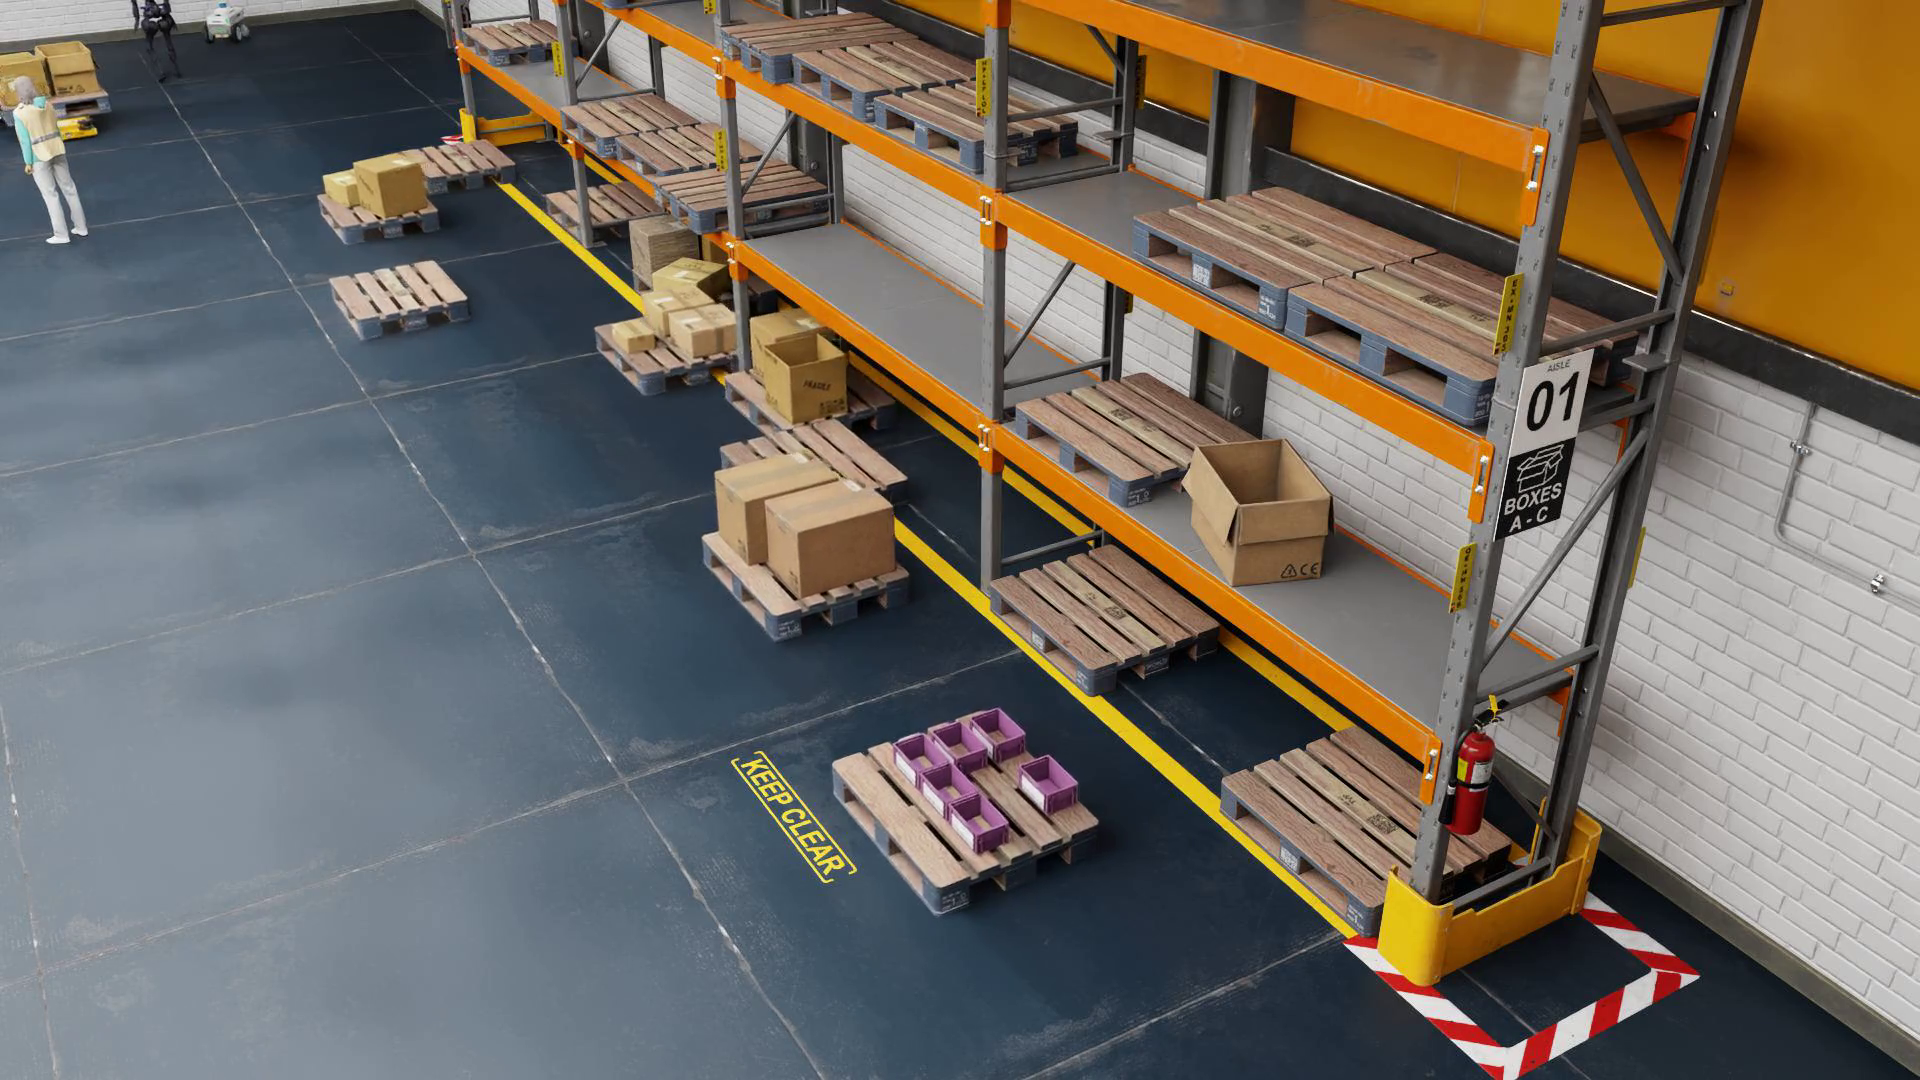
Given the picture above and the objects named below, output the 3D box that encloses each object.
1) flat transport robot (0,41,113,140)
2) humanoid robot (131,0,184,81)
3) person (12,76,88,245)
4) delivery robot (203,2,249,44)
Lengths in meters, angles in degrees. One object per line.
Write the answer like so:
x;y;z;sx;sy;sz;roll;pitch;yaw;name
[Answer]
-11.404;-5.308;21.002;0.659;0.231;1.431;-20;35;-31;flat transport robot
-11.081;-7.175;22.873;0.375;1.649;0.613;16;33;26;humanoid robot
-9.330;-3.876;17.010;0.372;1.710;0.465;12;32;21;person
-11.110;-7.807;25.144;0.499;0.614;0.785;-2;30;-3;delivery robot
